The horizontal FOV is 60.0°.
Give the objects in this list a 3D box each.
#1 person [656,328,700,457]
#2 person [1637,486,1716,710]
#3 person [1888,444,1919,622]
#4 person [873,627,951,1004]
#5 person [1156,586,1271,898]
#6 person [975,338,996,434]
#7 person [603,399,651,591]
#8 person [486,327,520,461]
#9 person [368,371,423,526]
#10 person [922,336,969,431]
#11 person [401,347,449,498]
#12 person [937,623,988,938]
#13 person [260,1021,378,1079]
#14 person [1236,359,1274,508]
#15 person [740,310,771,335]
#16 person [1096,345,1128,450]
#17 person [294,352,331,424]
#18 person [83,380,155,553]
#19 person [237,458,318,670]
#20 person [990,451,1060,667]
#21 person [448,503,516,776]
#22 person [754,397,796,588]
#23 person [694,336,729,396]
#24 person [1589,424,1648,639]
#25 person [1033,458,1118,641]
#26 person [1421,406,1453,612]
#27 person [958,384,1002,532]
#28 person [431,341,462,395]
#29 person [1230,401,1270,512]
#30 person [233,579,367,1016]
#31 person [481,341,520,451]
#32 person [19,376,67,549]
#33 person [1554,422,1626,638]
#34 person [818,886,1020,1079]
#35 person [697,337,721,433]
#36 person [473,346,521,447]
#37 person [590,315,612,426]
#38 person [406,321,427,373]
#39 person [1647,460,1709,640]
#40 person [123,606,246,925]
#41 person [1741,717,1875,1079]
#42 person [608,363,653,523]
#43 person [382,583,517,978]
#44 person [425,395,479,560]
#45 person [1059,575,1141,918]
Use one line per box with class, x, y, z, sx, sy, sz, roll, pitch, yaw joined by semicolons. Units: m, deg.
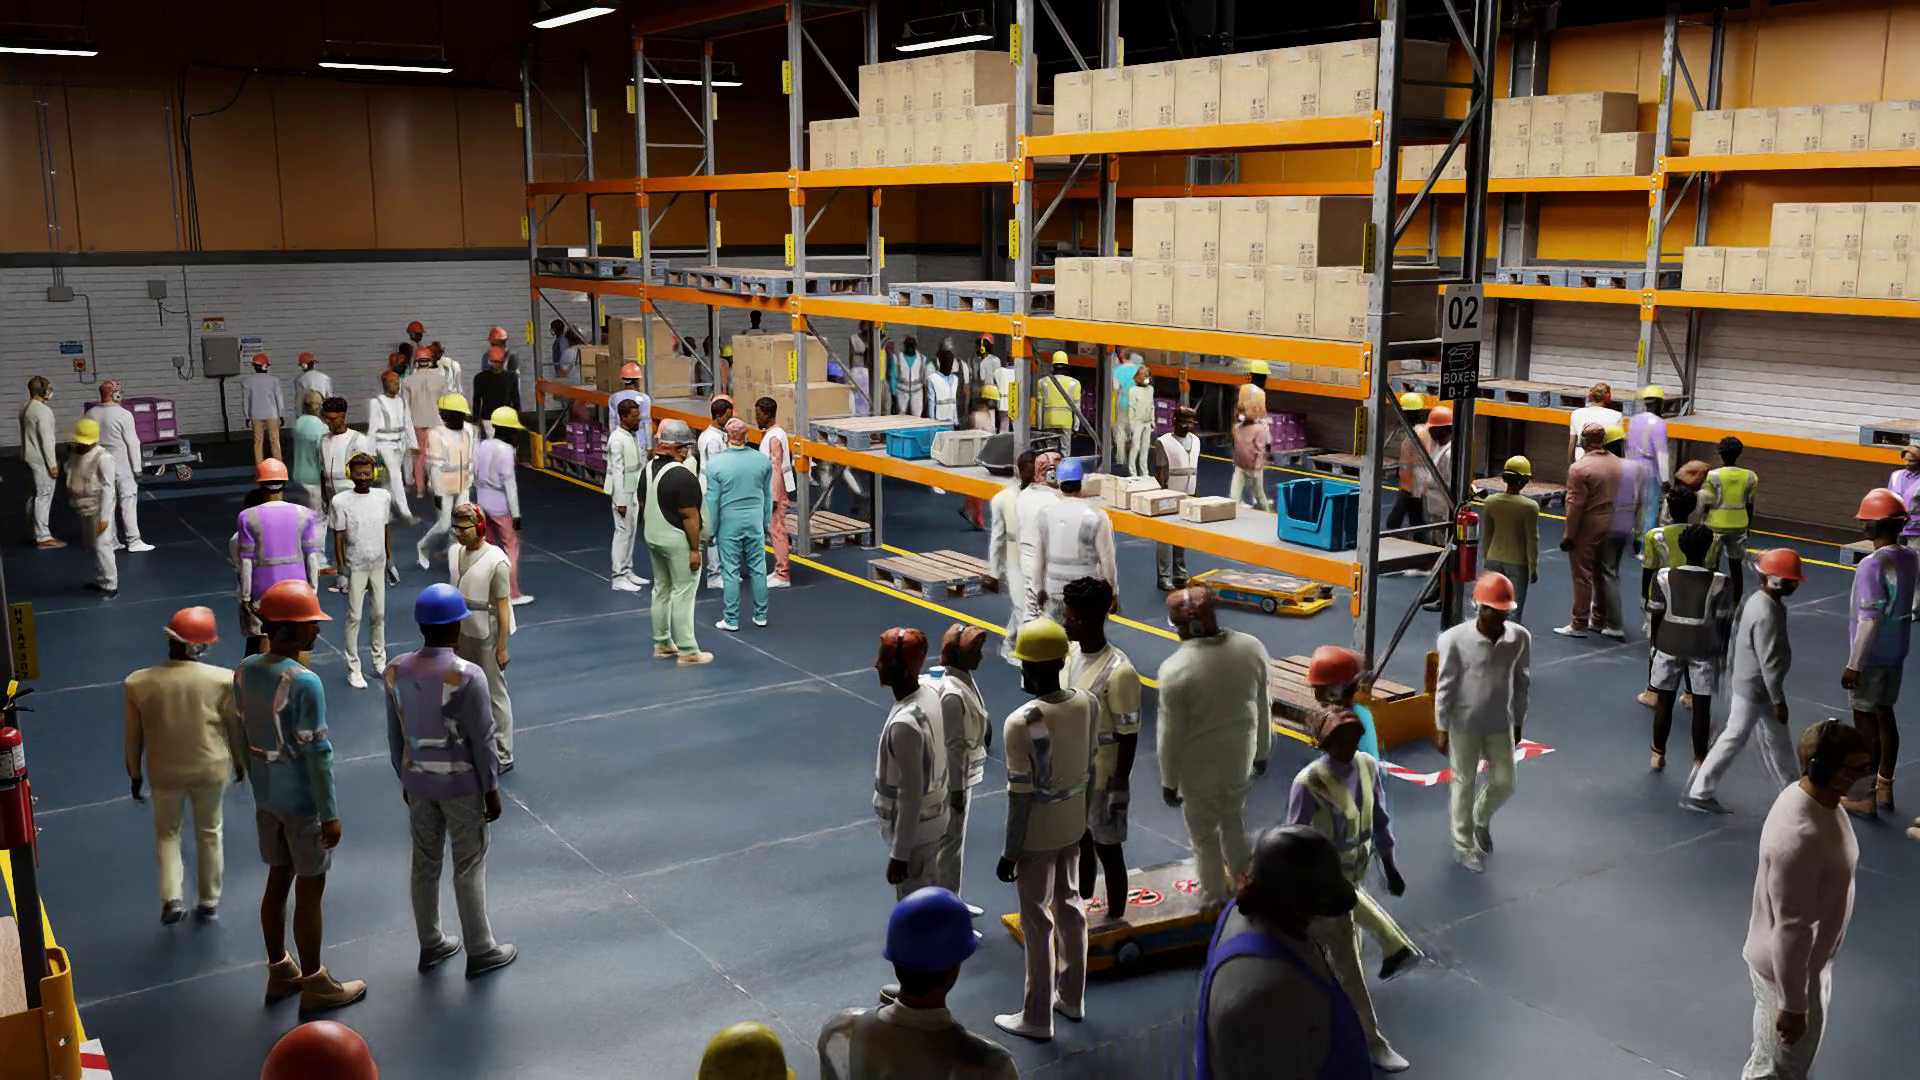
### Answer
person;-4.487;-2.290;25.723;1.061;2.000;0.603;11;15;44
person;5.383;0.439;12.507;0.534;1.695;0.320;1;11;7
person;8.679;-0.067;15.226;0.310;1.640;0.514;-5;12;-23
person;-0.230;1.313;7.540;0.362;1.882;0.576;2;11;8
person;1.254;1.126;8.554;0.702;1.865;0.520;-5;12;-23
person;0.376;-2.128;25.217;0.333;1.860;0.510;4;12;21
person;-3.328;-0.450;16.513;0.390;1.908;0.595;1;11;5
person;-6.904;-2.185;25.030;0.615;2.041;0.389;6;13;30
person;-6.729;-1.096;19.940;0.874;1.845;0.598;4;12;20
person;-0.190;-1.908;23.615;0.694;2.000;0.651;-4;12;-19
person;-7.032;-1.549;21.935;0.619;1.985;0.406;-3;11;-16
person;-0.008;1.231;8.589;0.310;1.636;0.523;1;11;3
person;-1.358;2.008;3.684;0.618;1.997;0.373;4;12;19
person;3.769;-1.333;21.033;0.795;1.893;0.611;-2;11;-13
person;-3.762;-3.276;30.810;0.606;1.966;0.367;1;11;4
person;2.460;-2.360;26.444;0.627;1.844;0.429;-9;14;-38
person;-9.401;-1.855;24.131;0.402;1.723;0.598;8;14;35
person;-9.272;-0.806;18.318;0.639;1.911;0.402;3;11;15
person;-5.060;0.351;12.360;0.550;1.924;0.391;-8;14;-35
person;0.524;0.192;13.344;0.633;1.866;1.006;-6;12;-27
person;-3.166;0.654;11.040;0.561;1.836;0.394;9;14;38
person;-1.849;-0.483;16.682;0.392;1.908;0.595;-2;11;-10
person;-3.618;-2.040;24.501;0.365;1.959;0.608;9;14;39
person;5.773;-0.097;14.811;0.586;1.861;0.958;-2;11;-11
person;0.884;0.378;12.279;0.747;1.924;0.383;7;13;31
person;4.500;-0.292;15.618;0.377;1.932;0.552;1;11;3
person;0.244;-0.963;19.533;0.502;1.745;0.565;5;12;24
person;-7.835;-2.093;25.111;0.637;1.823;0.592;-5;12;-23
person;3.330;-0.812;19.165;0.859;1.590;0.517;-9;14;-39
person;-3.089;1.188;7.772;0.615;2.039;0.387;8;14;36
person;-7.243;-2.315;26.215;0.629;1.843;0.429;9;14;39
person;-10.290;-0.871;18.631;0.642;1.927;0.394;11;15;44
person;5.528;-0.088;14.661;0.642;1.903;0.399;-7;13;-31
person;-0.091;1.873;4.503;0.605;1.948;0.391;5;12;24
person;-3.629;-1.988;24.291;0.372;1.940;0.631;1;11;6
person;-6.322;-1.681;22.654;0.624;1.970;0.788;-6;12;-28
person;-6.258;-2.996;29.416;0.605;1.958;0.376;6;13;29
person;-8.891;-2.586;27.231;0.417;1.985;0.626;2;11;8
person;6.249;0.098;14.437;0.554;1.618;0.351;-7;13;-32
person;-4.007;1.180;8.644;0.593;1.712;0.457;-4;12;-20
person;3.051;1.575;6.055;0.366;1.938;0.630;7;13;31
person;-3.954;-1.167;20.085;0.546;1.939;0.375;3;11;15
person;-2.494;1.170;8.101;0.602;1.949;0.387;4;12;21
person;-5.286;-0.620;17.582;0.958;1.842;0.560;6;12;26
person;0.653;1.136;8.230;0.369;1.965;0.609;-6;12;-26
